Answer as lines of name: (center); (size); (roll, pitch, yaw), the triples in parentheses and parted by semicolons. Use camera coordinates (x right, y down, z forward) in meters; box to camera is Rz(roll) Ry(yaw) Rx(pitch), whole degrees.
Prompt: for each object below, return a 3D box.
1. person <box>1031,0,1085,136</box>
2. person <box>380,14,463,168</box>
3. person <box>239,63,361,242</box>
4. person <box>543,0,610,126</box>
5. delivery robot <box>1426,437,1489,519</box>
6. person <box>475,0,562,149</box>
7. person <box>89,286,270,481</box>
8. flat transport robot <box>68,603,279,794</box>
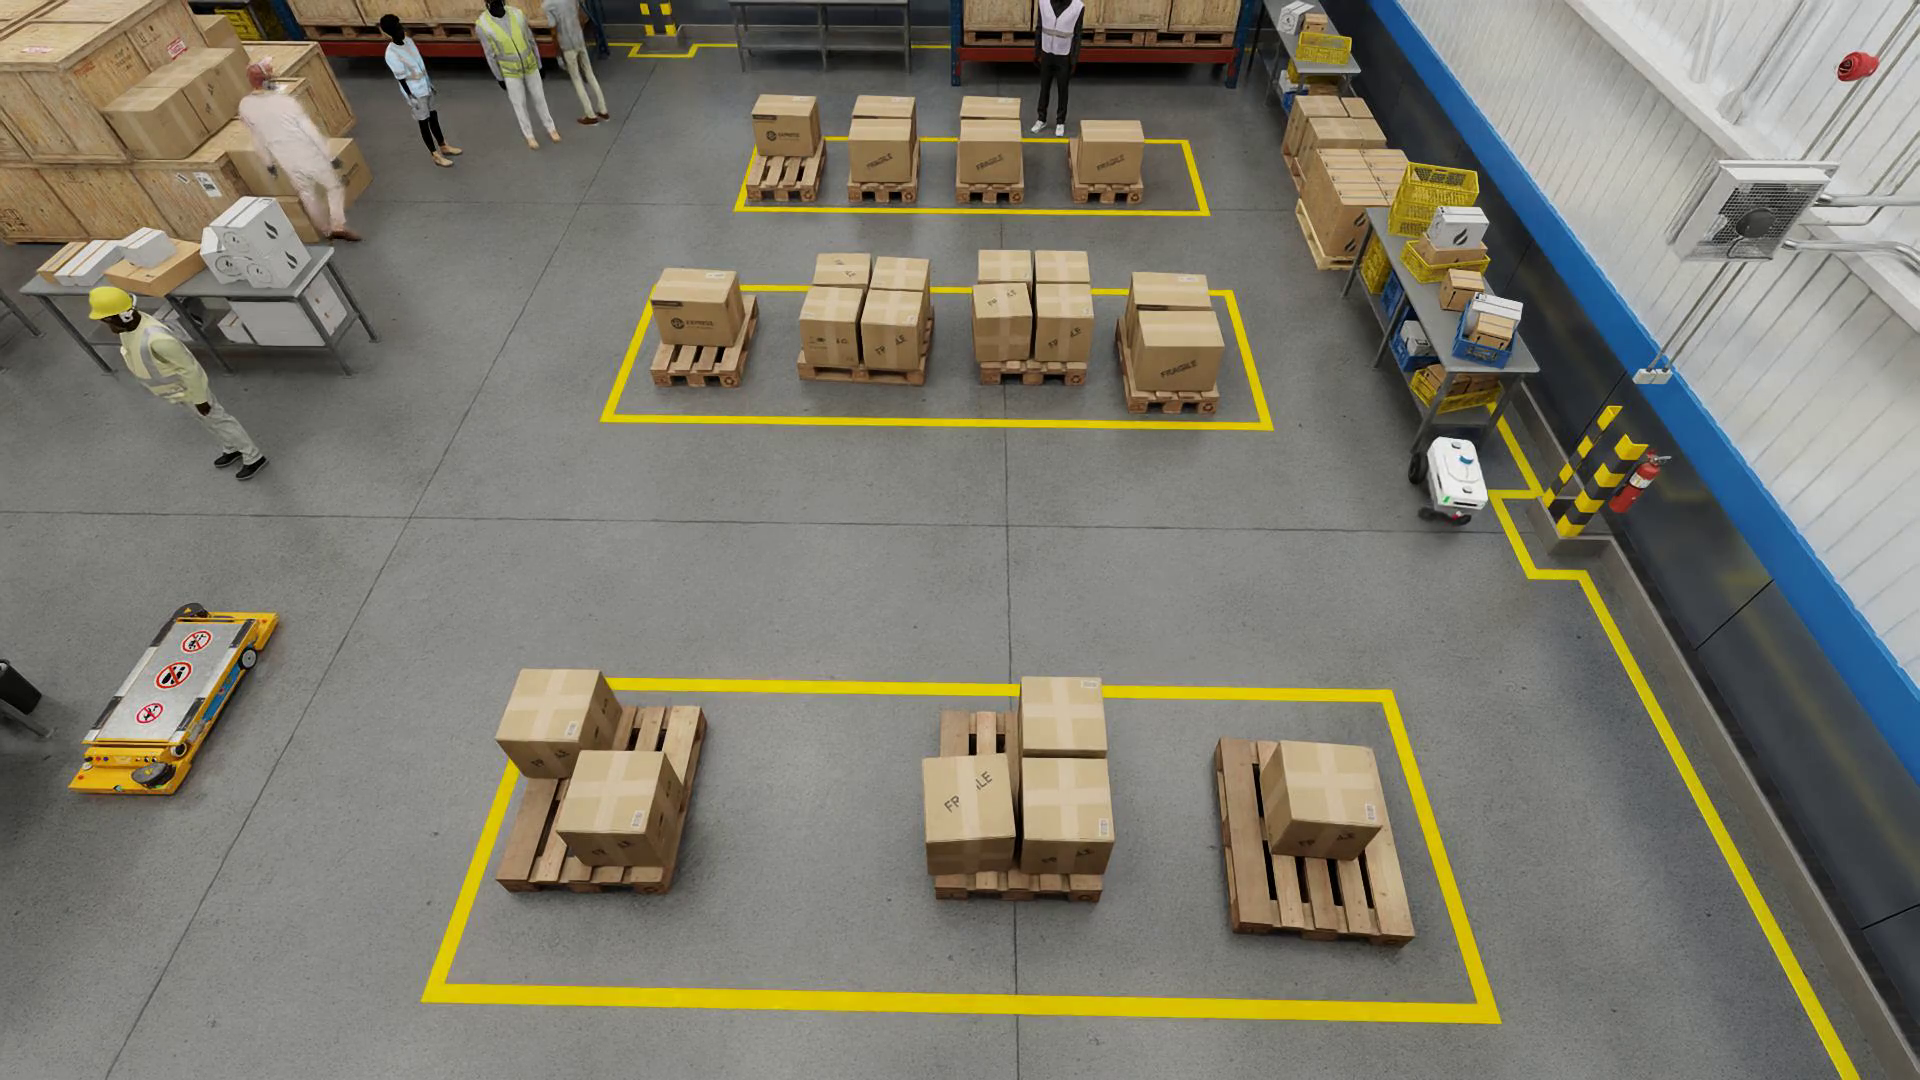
person: (1.200, -6.046, 11.394); (0.594, 1.919, 0.387); (16, 52, 13)
person: (-6.473, -5.370, 10.964); (0.322, 1.697, 0.531); (3, 50, 3)
person: (-6.996, -4.050, 9.732); (0.753, 1.884, 0.437); (0, 50, 0)
person: (-4.891, -6.220, 11.585); (0.335, 1.854, 0.526); (31, 56, 24)
delivery robot: (4.090, -0.525, 7.549); (0.477, 0.478, 0.707); (7, 50, 6)
person: (-5.394, -5.748, 11.200); (0.619, 1.836, 0.430); (-34, 58, -25)
person: (-6.288, -1.247, 7.388); (0.589, 1.833, 0.404); (26, 54, 20)
flat transport robot: (-5.504, 1.072, 6.442); (0.652, 0.197, 1.431); (1, 50, 1)
